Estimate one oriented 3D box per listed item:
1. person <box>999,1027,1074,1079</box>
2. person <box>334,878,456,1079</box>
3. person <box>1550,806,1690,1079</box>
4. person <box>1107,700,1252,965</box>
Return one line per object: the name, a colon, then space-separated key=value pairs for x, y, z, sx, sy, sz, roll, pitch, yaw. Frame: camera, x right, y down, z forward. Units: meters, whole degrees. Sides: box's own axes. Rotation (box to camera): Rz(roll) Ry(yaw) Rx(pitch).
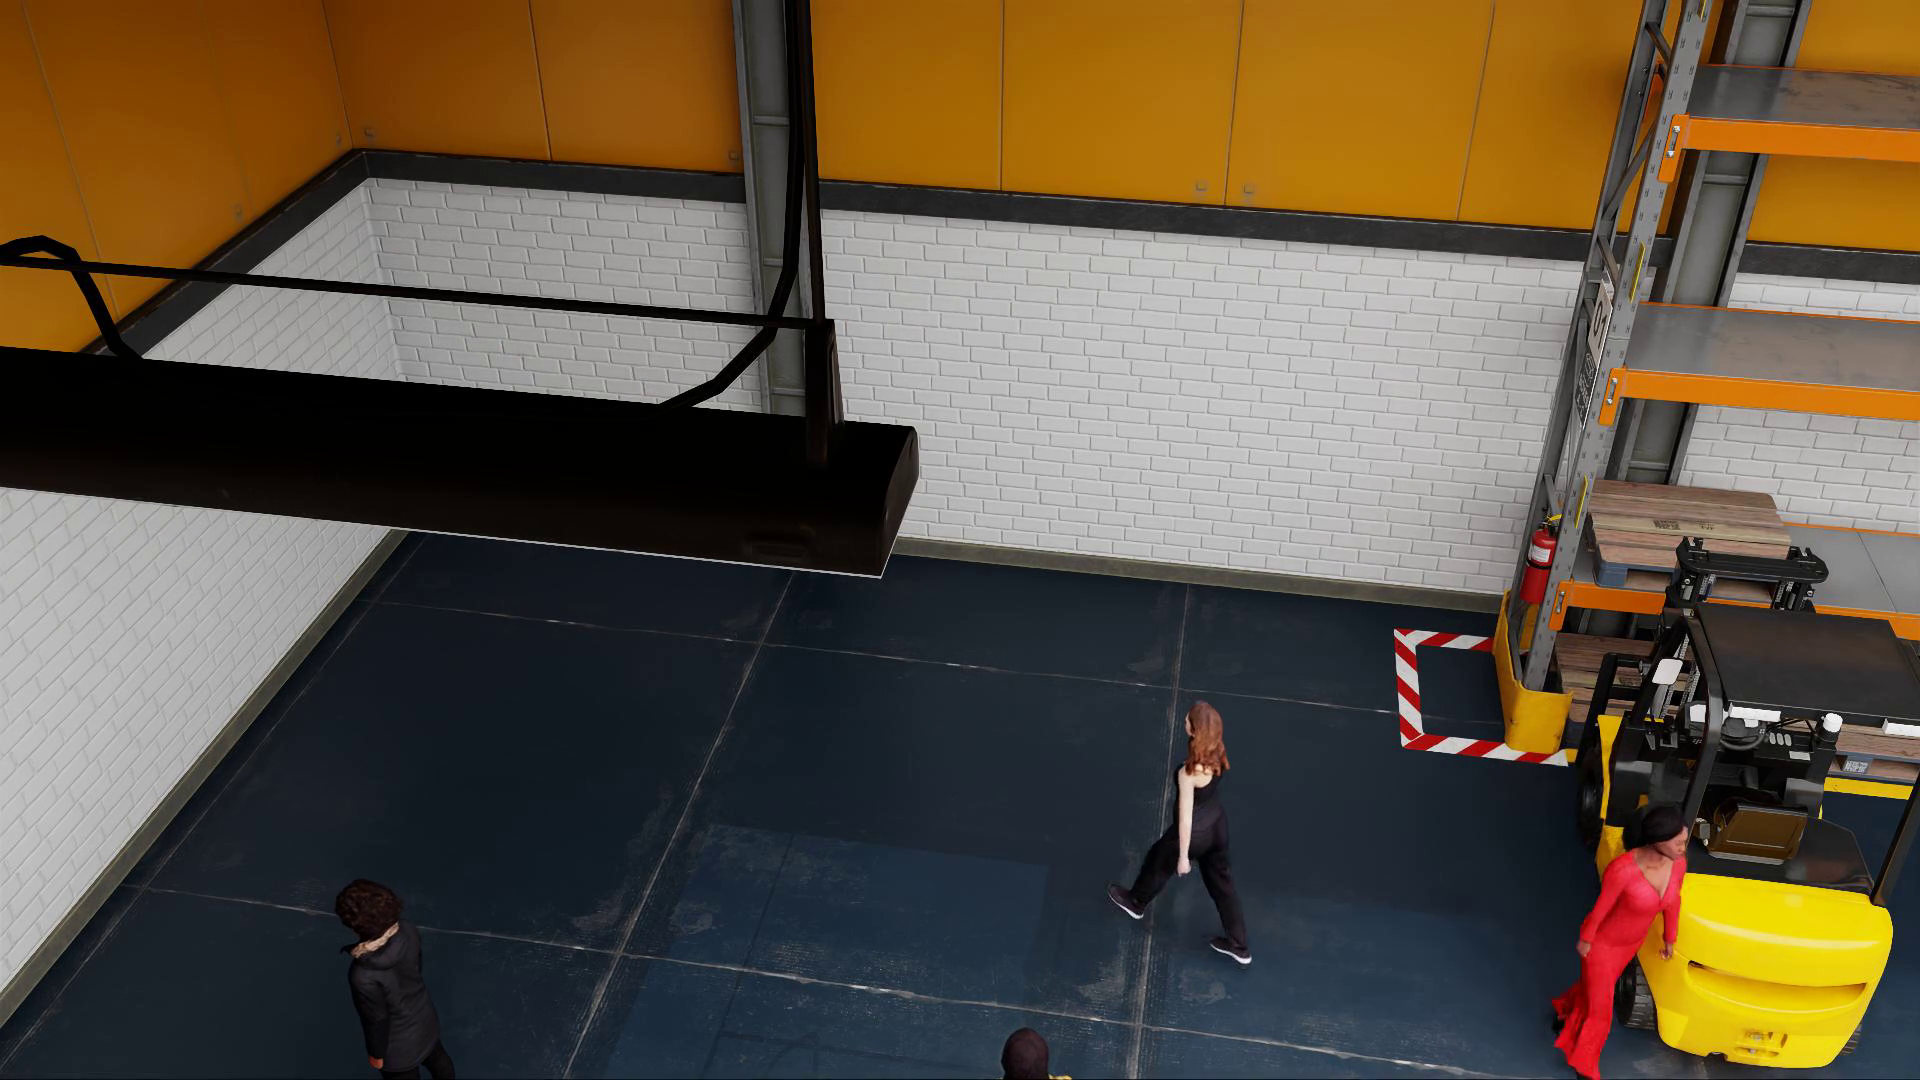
person: x=0.293 y=2.797 z=7.470 sx=0.826 sy=1.655 sz=0.902 roll=-8 pitch=34 yaw=-11
person: x=-2.707 y=2.332 z=8.059 sx=0.576 sy=1.778 sz=0.626 roll=7 pitch=34 yaw=11
person: x=3.335 y=1.999 z=8.584 sx=0.861 sy=1.762 sz=0.893 roll=-12 pitch=35 yaw=-17
person: x=1.388 y=1.654 z=9.155 sx=1.239 sy=1.693 sz=0.998 roll=25 pitch=41 yaw=32
